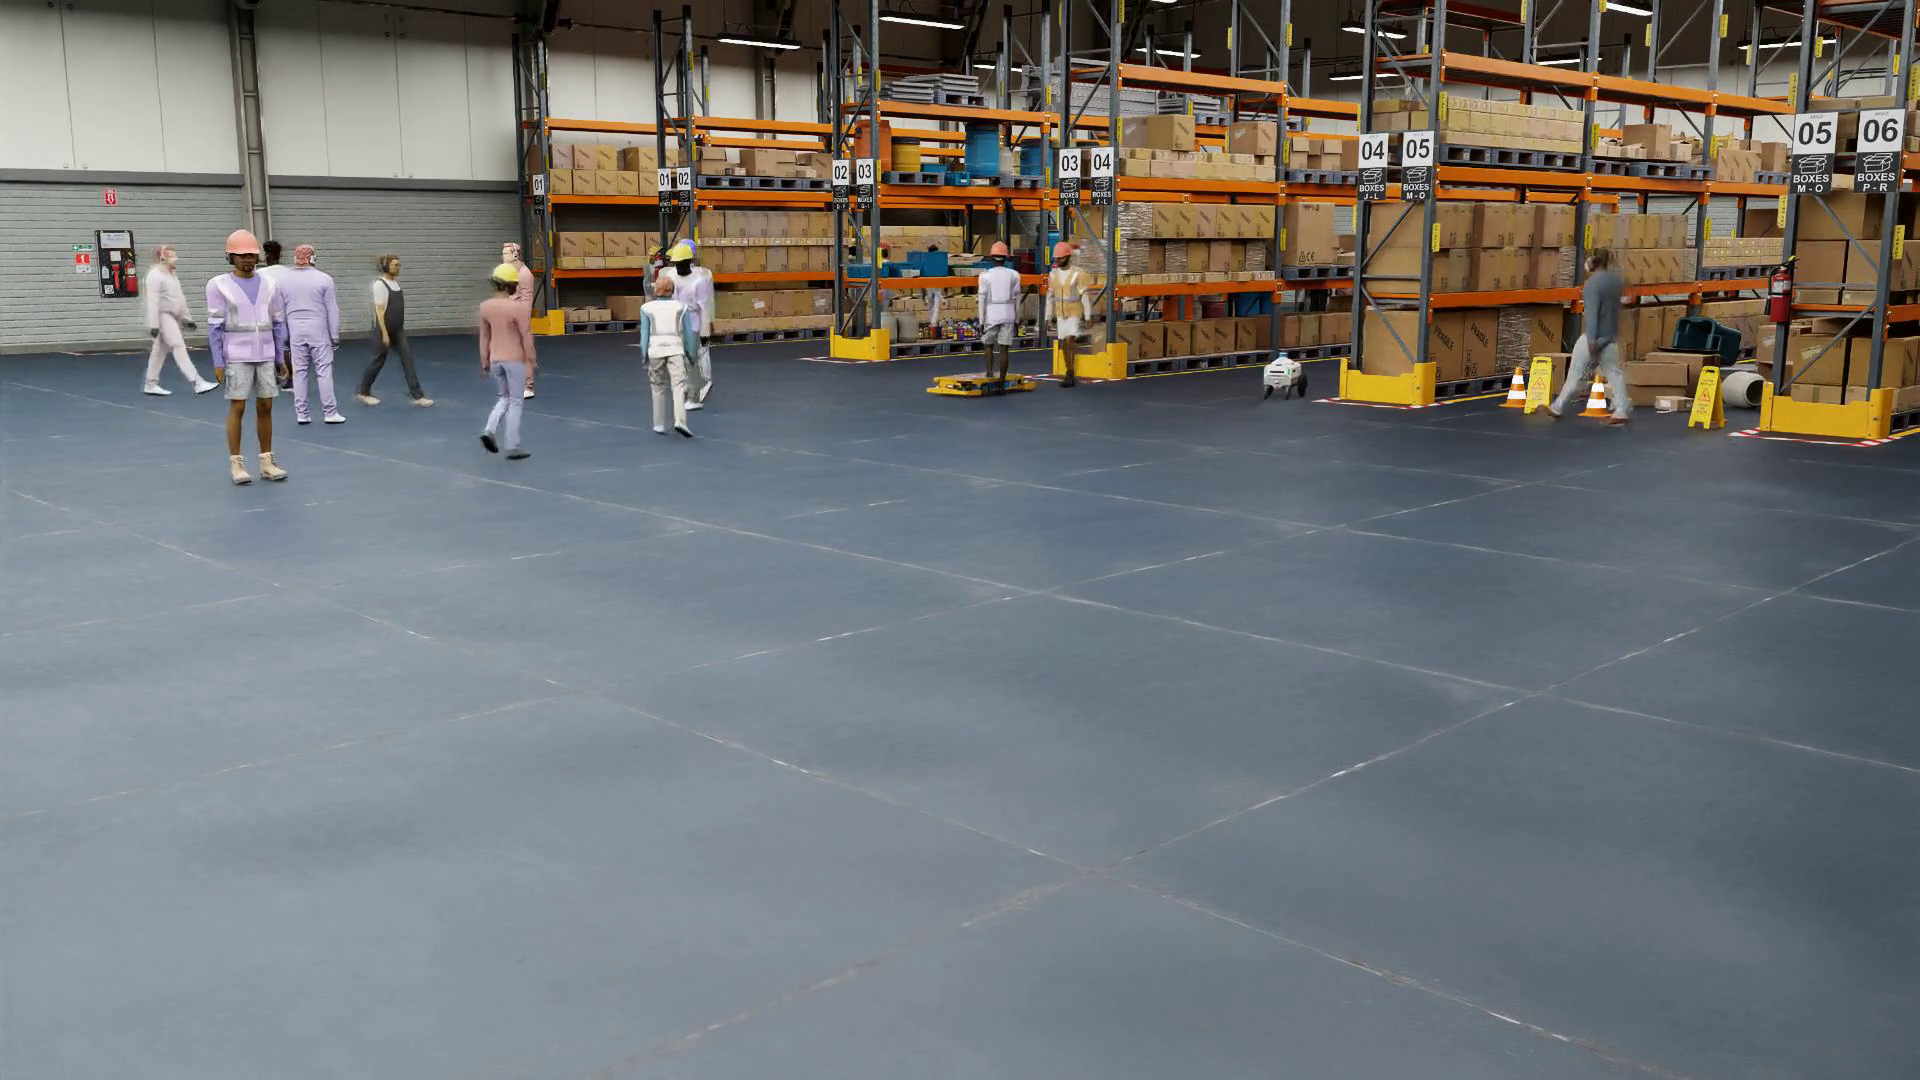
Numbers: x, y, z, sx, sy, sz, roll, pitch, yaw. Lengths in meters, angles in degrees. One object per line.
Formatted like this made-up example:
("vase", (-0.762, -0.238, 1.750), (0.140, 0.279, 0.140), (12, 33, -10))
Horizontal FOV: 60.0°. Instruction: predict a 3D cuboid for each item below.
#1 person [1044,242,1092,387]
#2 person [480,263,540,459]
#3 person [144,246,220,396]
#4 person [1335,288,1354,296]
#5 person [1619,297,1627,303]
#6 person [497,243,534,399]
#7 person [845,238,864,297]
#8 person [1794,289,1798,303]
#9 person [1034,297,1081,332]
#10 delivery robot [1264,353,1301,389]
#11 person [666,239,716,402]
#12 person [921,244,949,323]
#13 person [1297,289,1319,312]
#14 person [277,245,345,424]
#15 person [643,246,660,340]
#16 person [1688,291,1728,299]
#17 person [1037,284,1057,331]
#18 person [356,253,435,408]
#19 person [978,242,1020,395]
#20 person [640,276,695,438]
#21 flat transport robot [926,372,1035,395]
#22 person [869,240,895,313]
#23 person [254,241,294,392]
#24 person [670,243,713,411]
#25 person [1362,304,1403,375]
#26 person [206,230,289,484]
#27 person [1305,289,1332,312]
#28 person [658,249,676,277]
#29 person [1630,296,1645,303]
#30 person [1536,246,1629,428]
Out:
("person", (1.396, -2.965, 21.962), (0.607, 1.904, 0.690), (7, 13, 35))
("person", (-4.056, -1.604, 14.956), (0.531, 1.754, 0.406), (6, 12, 29))
("person", (-9.813, -2.735, 20.819), (0.979, 1.856, 0.663), (-2, 11, -10))
("person", (7.807, -5.101, 33.619), (0.399, 1.905, 0.643), (-6, 12, -30))
("person", (14.347, -5.369, 35.902), (0.705, 1.602, 0.504), (-3, 11, -18))
("person", (-5.503, -2.705, 20.544), (0.410, 1.909, 0.643), (-9, 13, -39))
("person", (-2.255, -5.465, 35.534), (0.369, 1.928, 0.586), (-9, 14, -41))
("person", (16.077, -4.692, 32.222), (0.377, 1.604, 0.522), (-1, 10, -5))
("person", (1.987, -5.190, 34.385), (0.976, 1.808, 0.504), (1, 10, 5))
("delivery robot", (4.035, -2.099, 20.788), (0.477, 0.478, 0.707), (4, 11, 22))
("person", (-3.267, -2.661, 20.185), (0.604, 1.949, 0.389), (-3, 11, -17))
("person", (-0.521, -4.905, 32.762), (0.512, 1.835, 0.953), (3, 11, 16))
("person", (7.179, -5.163, 34.001), (0.953, 1.892, 0.552), (-9, 14, -41))
("person", (-6.922, -2.187, 17.742), (0.640, 1.902, 0.402), (0, 10, 2))
("person", (-5.771, -4.716, 31.808), (0.600, 1.803, 0.874), (4, 11, 18))
("person", (14.602, -4.858, 32.444), (1.044, 1.850, 0.662), (-8, 13, -36))
("person", (1.816, -5.218, 34.986), (0.307, 1.638, 0.511), (-9, 14, -40))
("person", (-6.694, -2.452, 19.471), (0.987, 1.801, 0.523), (3, 11, 16))
("person", (0.487, -2.824, 21.188), (0.552, 1.916, 0.630), (-1, 10, -4))
("person", (-2.923, -1.837, 16.651), (0.547, 1.602, 0.759), (-2, 11, -13))
("flat transport robot", (0.275, -2.013, 21.350), (0.652, 0.197, 1.431), (8, 13, 39))
("person", (-1.400, -4.347, 29.472), (0.542, 1.923, 0.473), (8, 13, 36))
("person", (-8.875, -2.886, 21.466), (0.971, 1.915, 0.636), (7, 12, 33))
("person", (-3.114, -2.455, 19.169), (0.619, 1.906, 0.529), (9, 14, 41))
("person", (5.798, -3.162, 22.973), (0.629, 1.917, 0.714), (5, 12, 25))
("person", (-5.770, -1.490, 13.545), (0.391, 2.040, 0.614), (9, 14, 40))
("person", (7.281, -5.126, 33.618), (0.625, 1.967, 0.492), (8, 13, 36))
("person", (-4.963, -4.144, 28.779), (0.522, 1.769, 0.311), (4, 11, 23))
("person", (14.142, -5.303, 34.853), (0.529, 1.854, 0.439), (-9, 14, -41))
("person", (6.669, -2.148, 17.567), (0.648, 1.877, 1.032), (-8, 13, -37))
